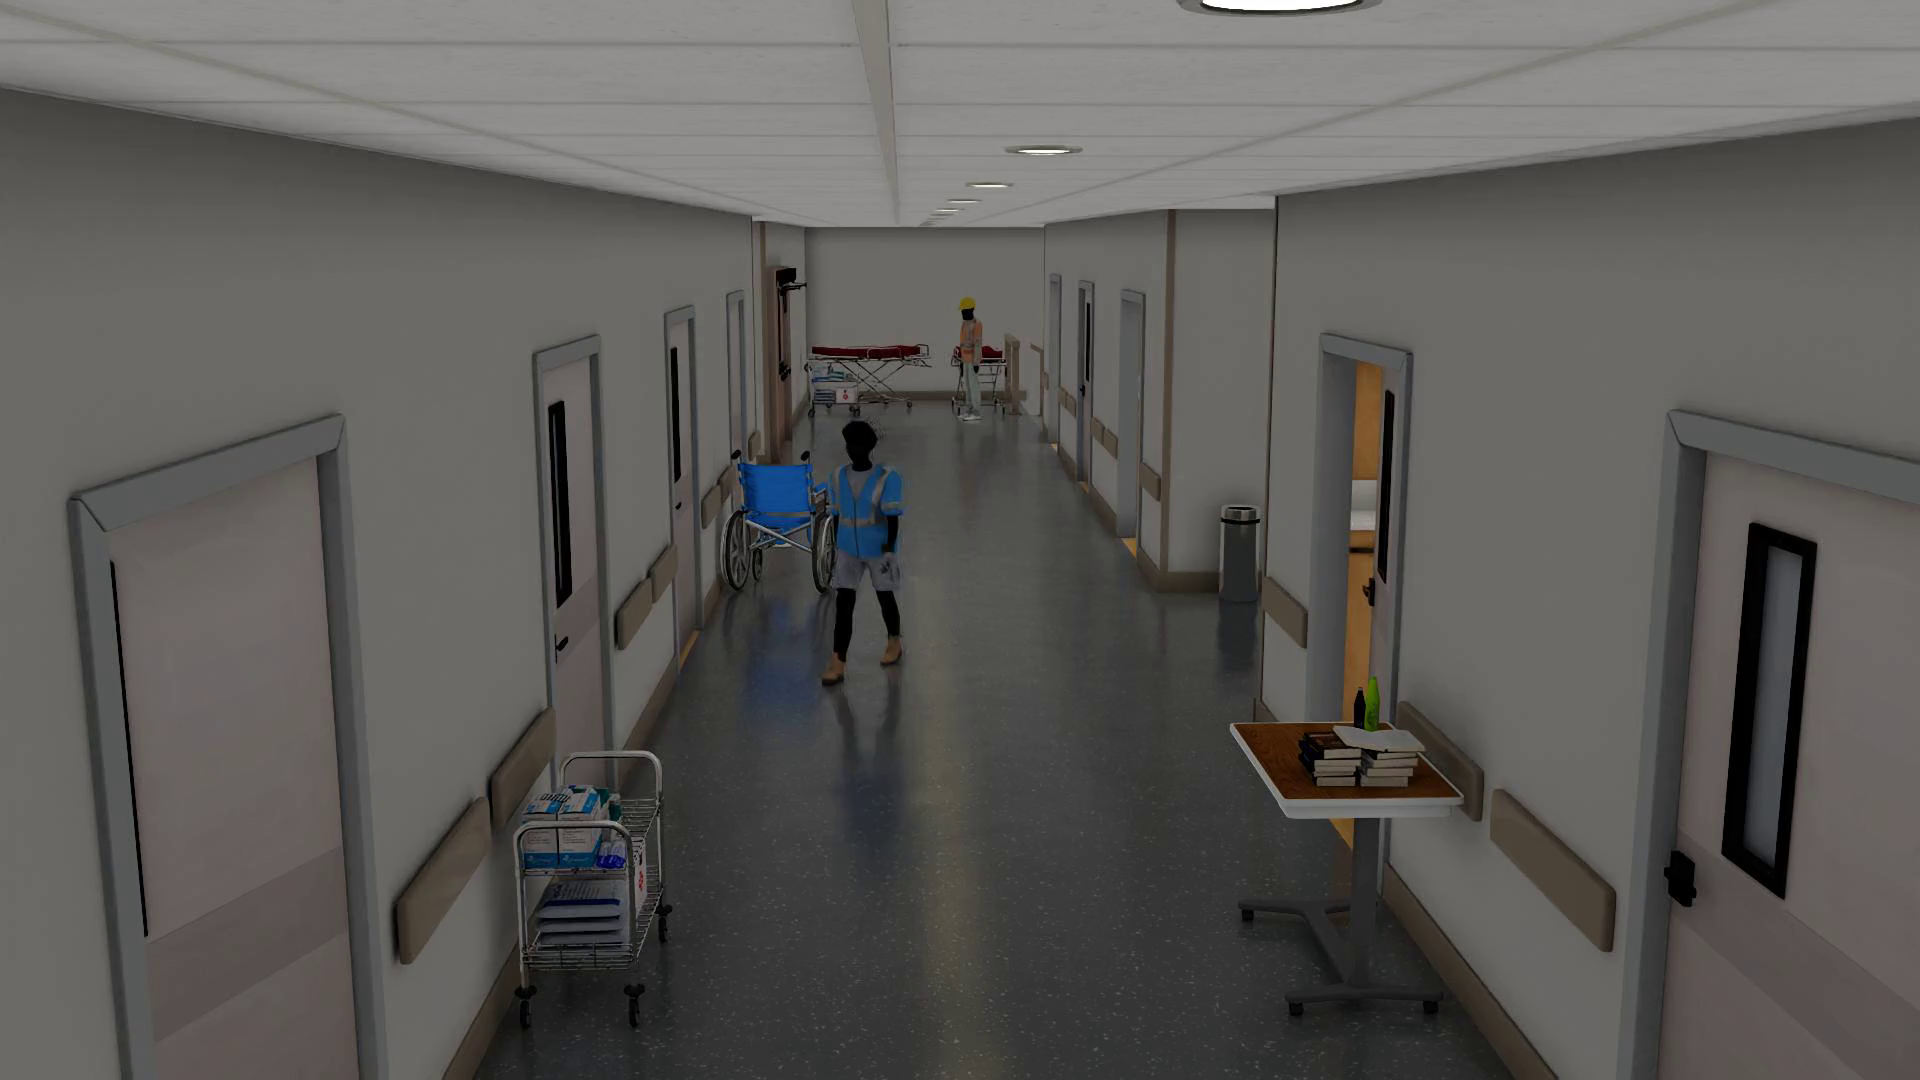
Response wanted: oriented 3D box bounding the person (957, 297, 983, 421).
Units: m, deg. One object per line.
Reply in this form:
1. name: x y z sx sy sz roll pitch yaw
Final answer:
1. person: 0.148 -2.816 25.893 0.399 1.918 0.587 -4 11 -22

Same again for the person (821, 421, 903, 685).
1. person: -0.597 0.055 10.647 0.544 1.652 0.874 4 11 19
